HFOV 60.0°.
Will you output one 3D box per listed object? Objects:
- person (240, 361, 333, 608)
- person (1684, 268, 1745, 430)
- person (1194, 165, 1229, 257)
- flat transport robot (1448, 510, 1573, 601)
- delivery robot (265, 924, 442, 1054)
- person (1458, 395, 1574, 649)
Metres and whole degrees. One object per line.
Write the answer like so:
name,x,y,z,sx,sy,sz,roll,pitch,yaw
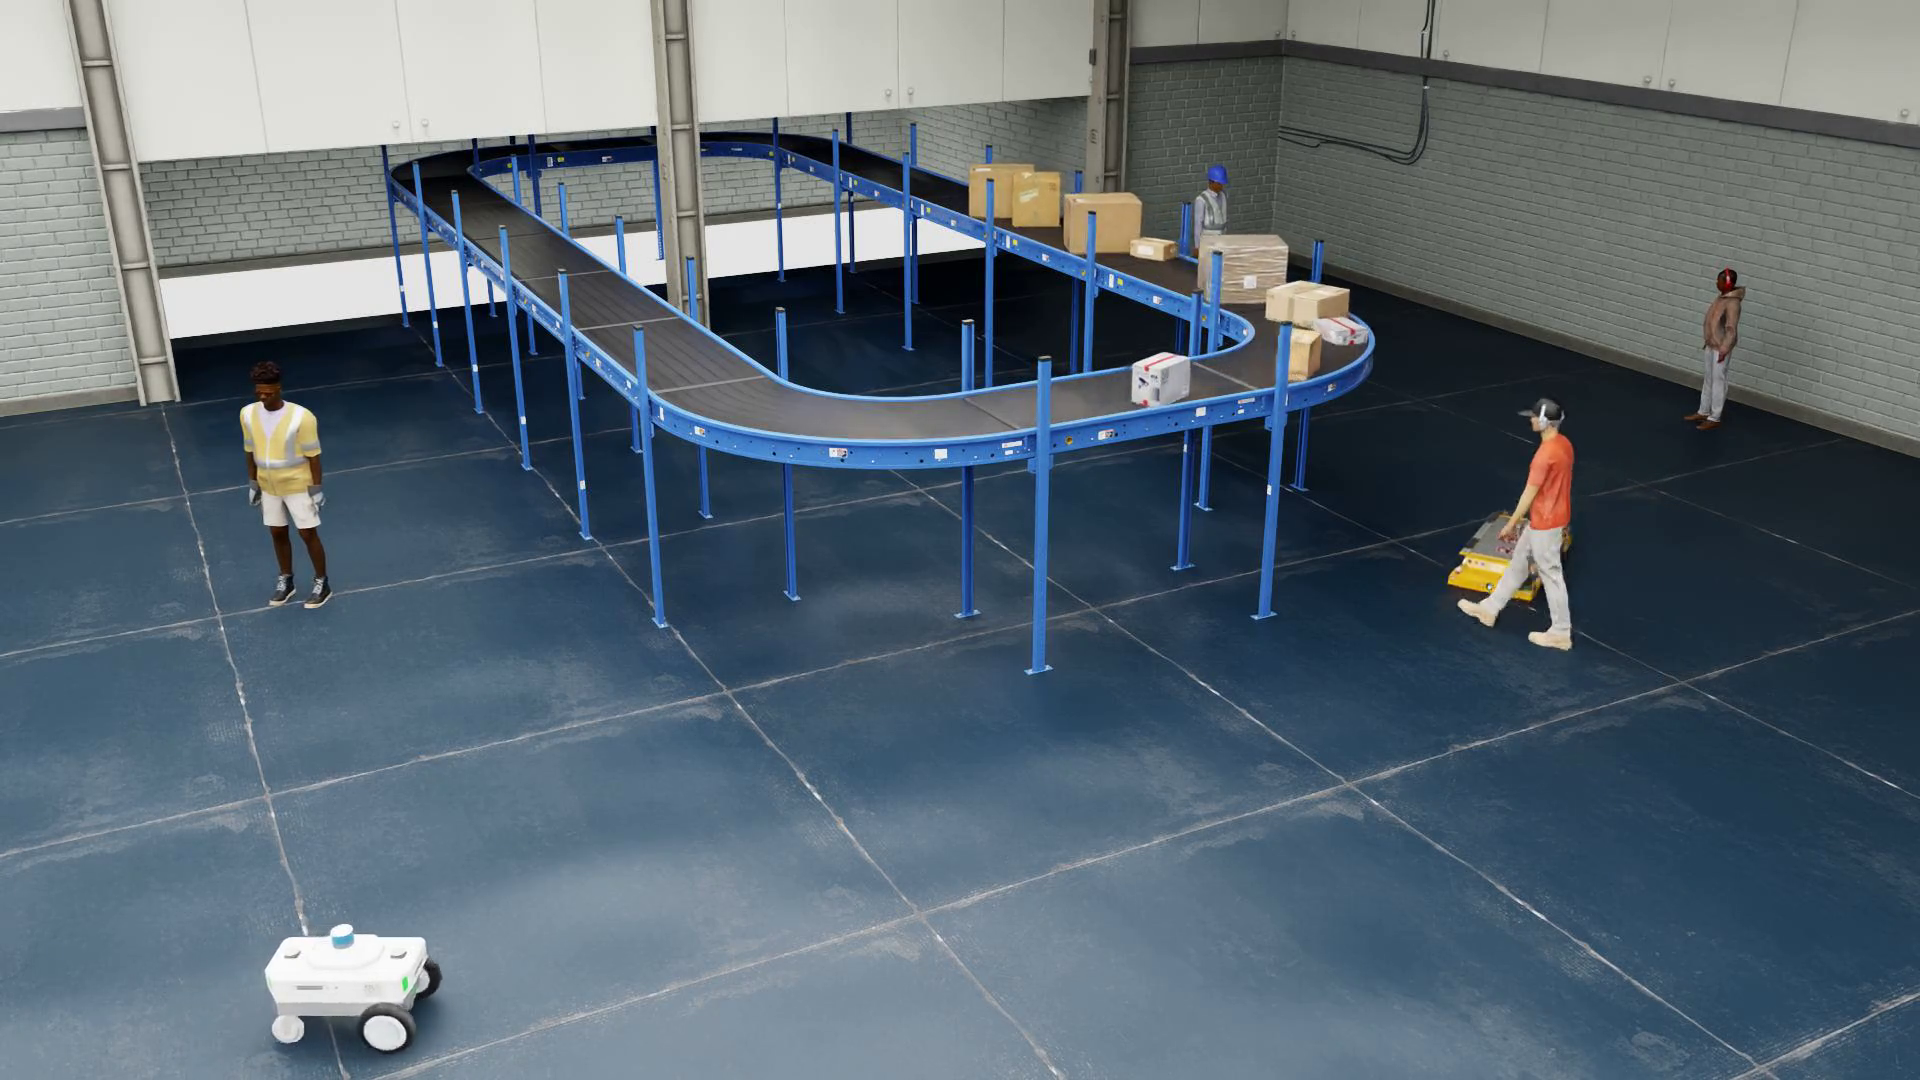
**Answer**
person,-5.134,-0.421,12.673,0.605,1.958,0.368,4,22,11
person,7.678,-1.936,16.819,0.330,1.646,0.461,1,22,2
person,3.163,-3.742,20.914,0.417,1.932,0.621,20,30,40
flat transport robot,4.519,0.115,13.590,0.659,0.231,1.431,13,25,29
delivery robot,-2.957,2.168,8.152,0.784,0.608,0.499,0,22,0
person,4.142,-0.143,12.103,0.915,1.868,0.478,13,25,28
